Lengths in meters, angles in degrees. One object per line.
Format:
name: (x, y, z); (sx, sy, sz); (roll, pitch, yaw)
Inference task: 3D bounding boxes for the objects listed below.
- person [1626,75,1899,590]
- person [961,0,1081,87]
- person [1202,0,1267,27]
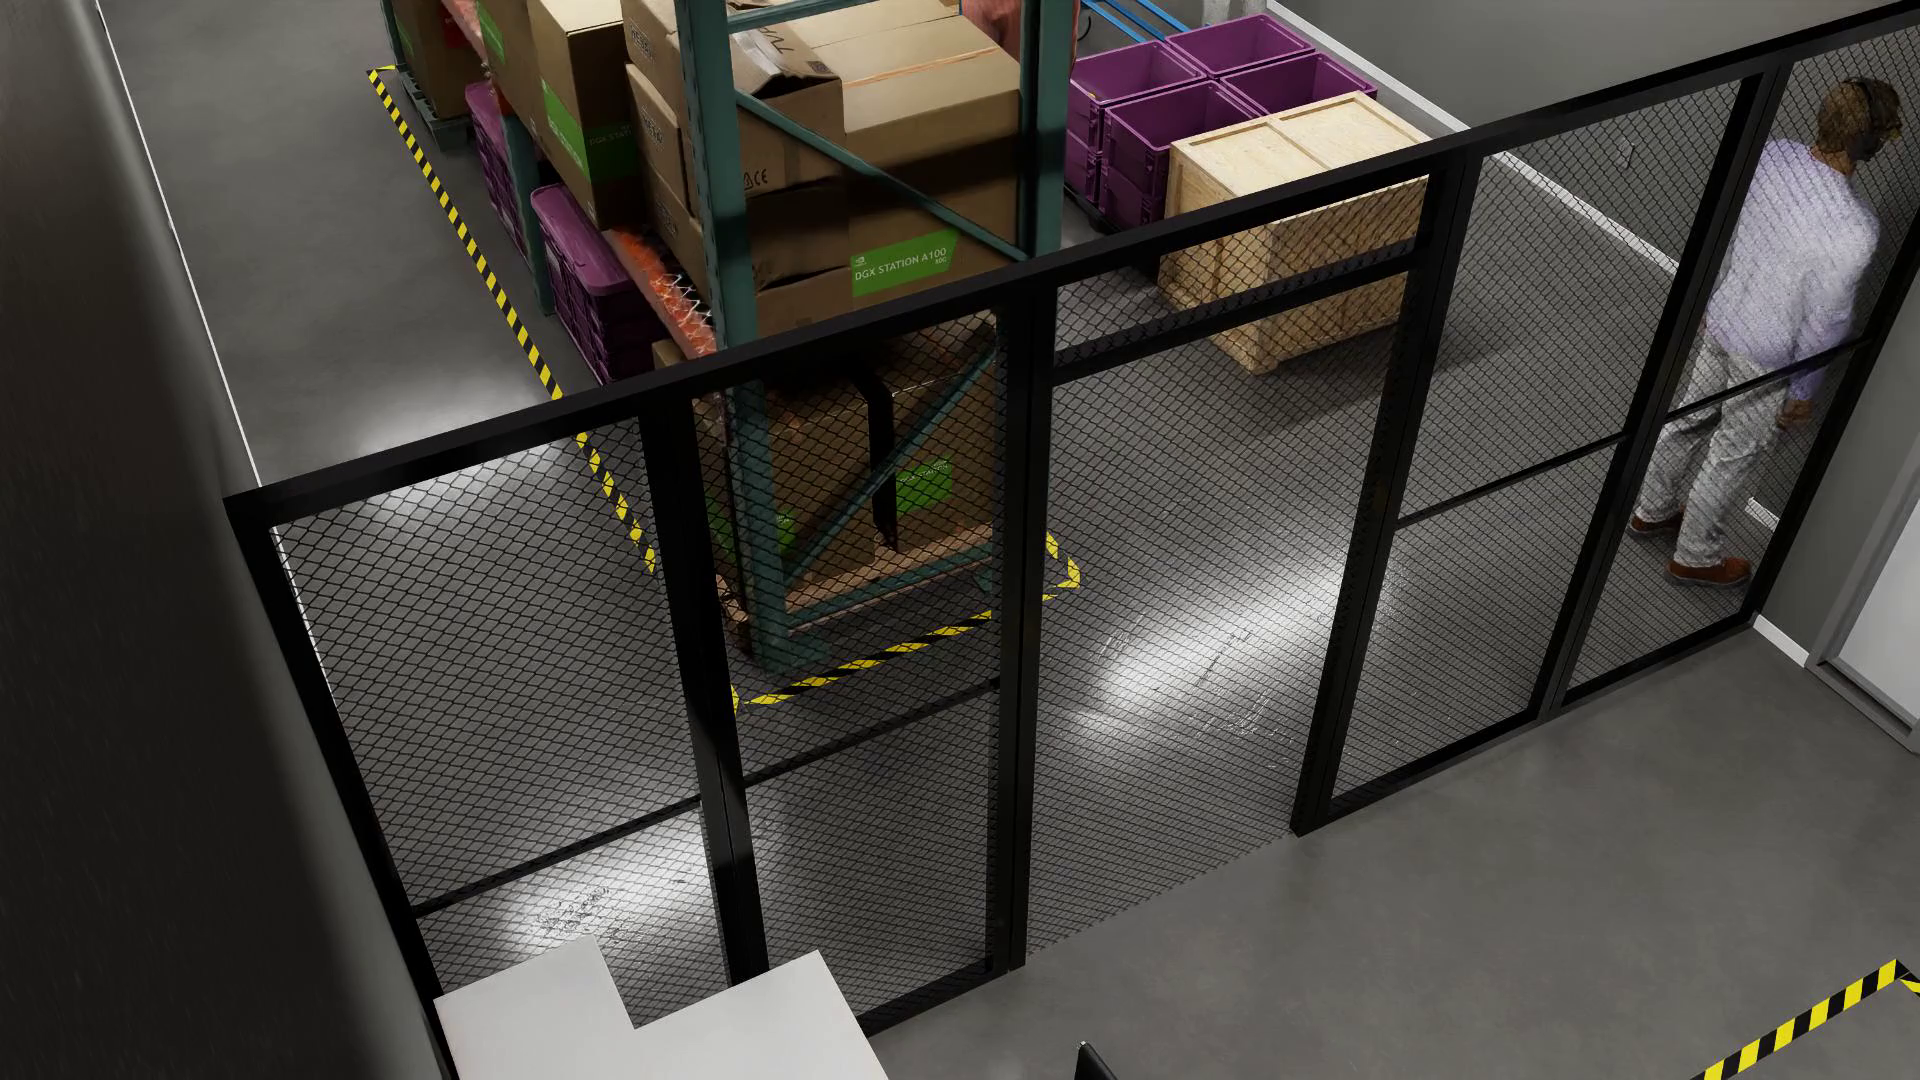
person: (2.734, -0.676, 5.685); (0.366, 1.939, 0.630); (-7, 43, -7)
person: (0.226, -1.810, 6.885); (0.612, 1.994, 0.383); (-32, 51, -30)
person: (1.443, -3.274, 8.603); (0.600, 1.831, 0.404); (-18, 45, -18)
